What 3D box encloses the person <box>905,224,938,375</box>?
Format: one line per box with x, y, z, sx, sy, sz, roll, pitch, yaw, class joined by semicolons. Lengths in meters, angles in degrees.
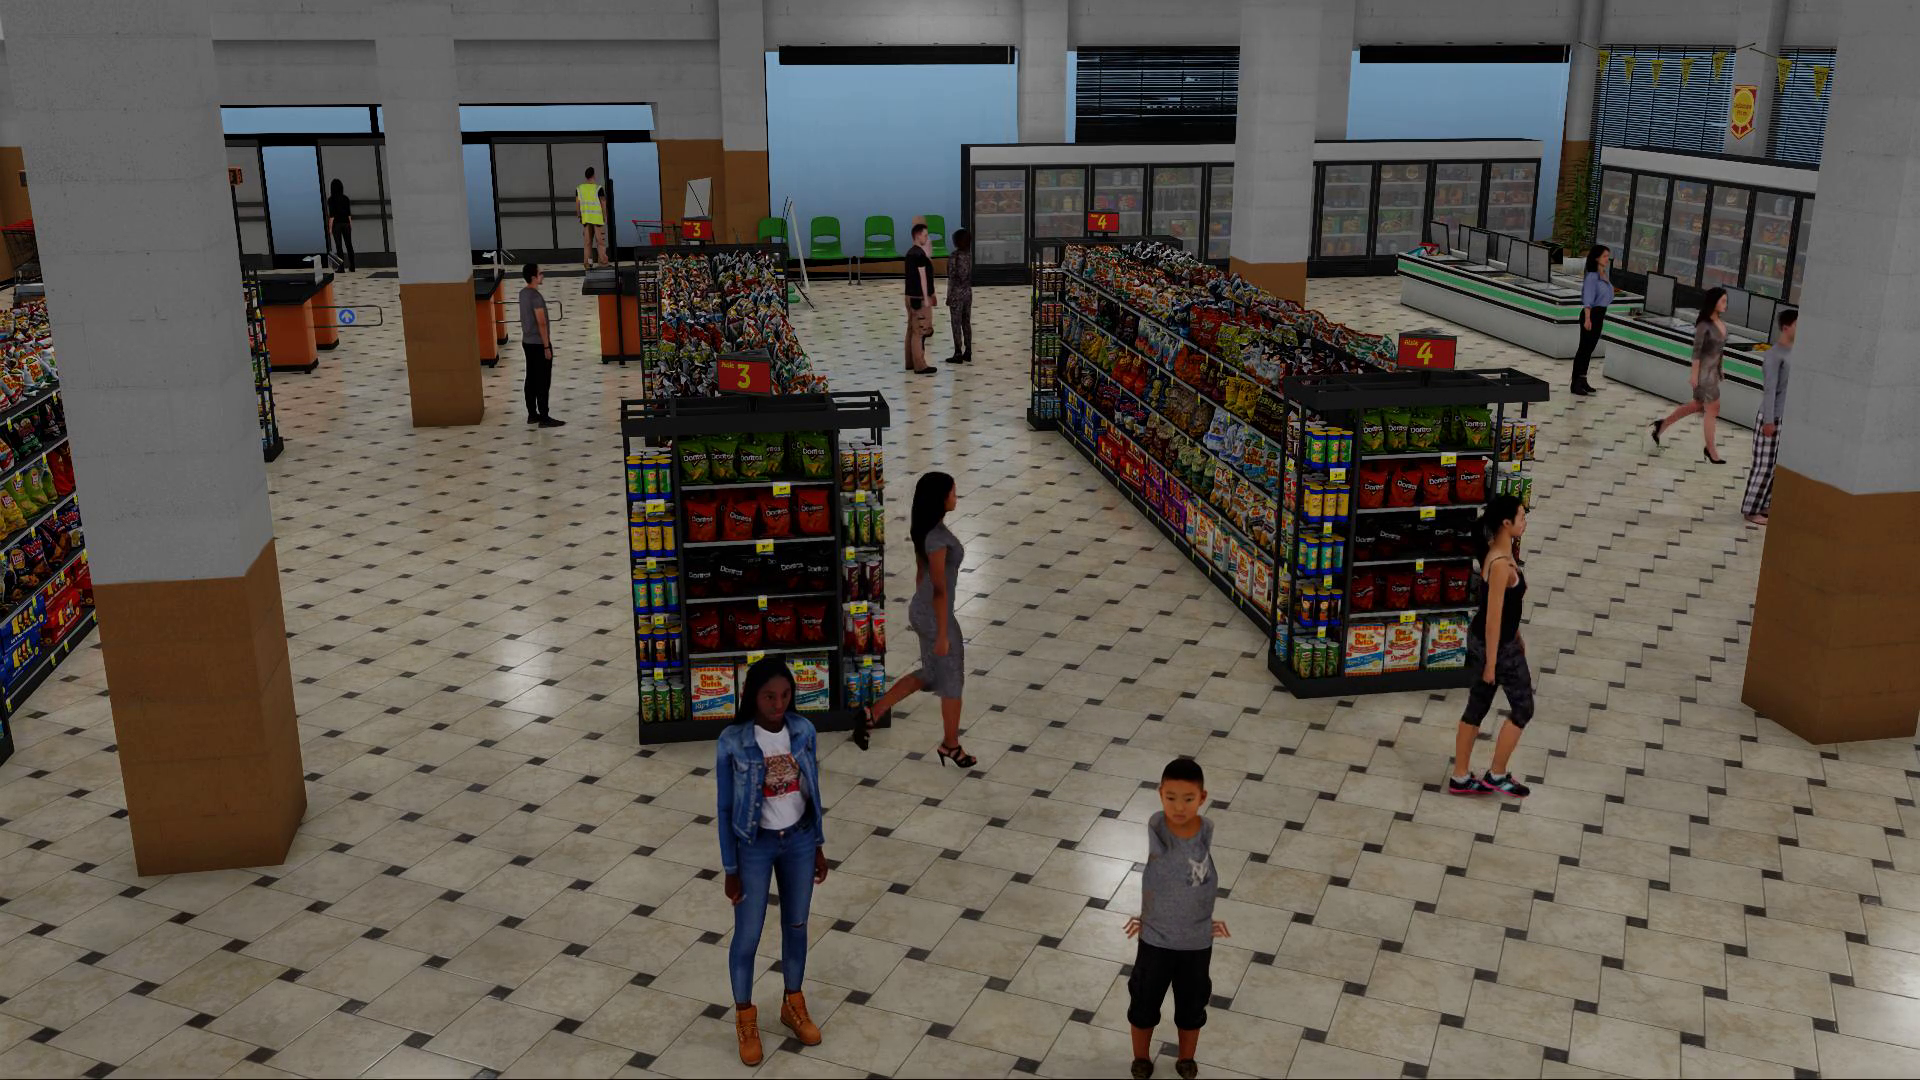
-0.539;-2.993;20.820;0.788;1.764;0.593;-6;18;-20;person

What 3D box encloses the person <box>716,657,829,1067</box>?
-0.774;1.286;6.813;0.664;1.715;0.626;-9;19;-28;person

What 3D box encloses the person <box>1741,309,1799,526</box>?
7.045;-1.073;14.353;0.705;1.848;0.688;-12;21;-35;person

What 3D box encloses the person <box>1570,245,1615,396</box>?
7.417;-2.586;19.517;0.766;1.743;0.735;14;22;39;person

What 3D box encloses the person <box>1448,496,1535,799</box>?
2.820;0.594;9.094;0.704;1.713;0.661;1;17;5;person

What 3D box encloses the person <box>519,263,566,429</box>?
-4.566;-2.111;17.931;0.766;1.754;0.642;-13;21;-37;person

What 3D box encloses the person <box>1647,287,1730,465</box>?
7.267;-1.624;16.384;1.125;1.721;1.004;15;22;40;person

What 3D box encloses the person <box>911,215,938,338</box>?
-0.512;-3.693;23.249;0.681;1.692;0.545;-5;18;-17;person

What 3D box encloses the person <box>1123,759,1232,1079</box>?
0.856;1.486;6.601;0.615;1.455;0.550;0;17;1;person

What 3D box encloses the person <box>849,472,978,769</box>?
-0.238;0.497;9.335;0.705;1.760;0.926;-5;17;-15;person

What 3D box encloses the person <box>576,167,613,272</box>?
-6.529;-5.706;29.611;0.780;1.847;0.807;2;17;5;person

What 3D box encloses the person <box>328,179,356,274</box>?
-11.008;-5.590;29.585;0.685;1.641;0.654;15;22;40;person

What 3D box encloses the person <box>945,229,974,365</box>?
0.004;-3.138;21.381;0.731;1.716;0.683;15;22;40;person
